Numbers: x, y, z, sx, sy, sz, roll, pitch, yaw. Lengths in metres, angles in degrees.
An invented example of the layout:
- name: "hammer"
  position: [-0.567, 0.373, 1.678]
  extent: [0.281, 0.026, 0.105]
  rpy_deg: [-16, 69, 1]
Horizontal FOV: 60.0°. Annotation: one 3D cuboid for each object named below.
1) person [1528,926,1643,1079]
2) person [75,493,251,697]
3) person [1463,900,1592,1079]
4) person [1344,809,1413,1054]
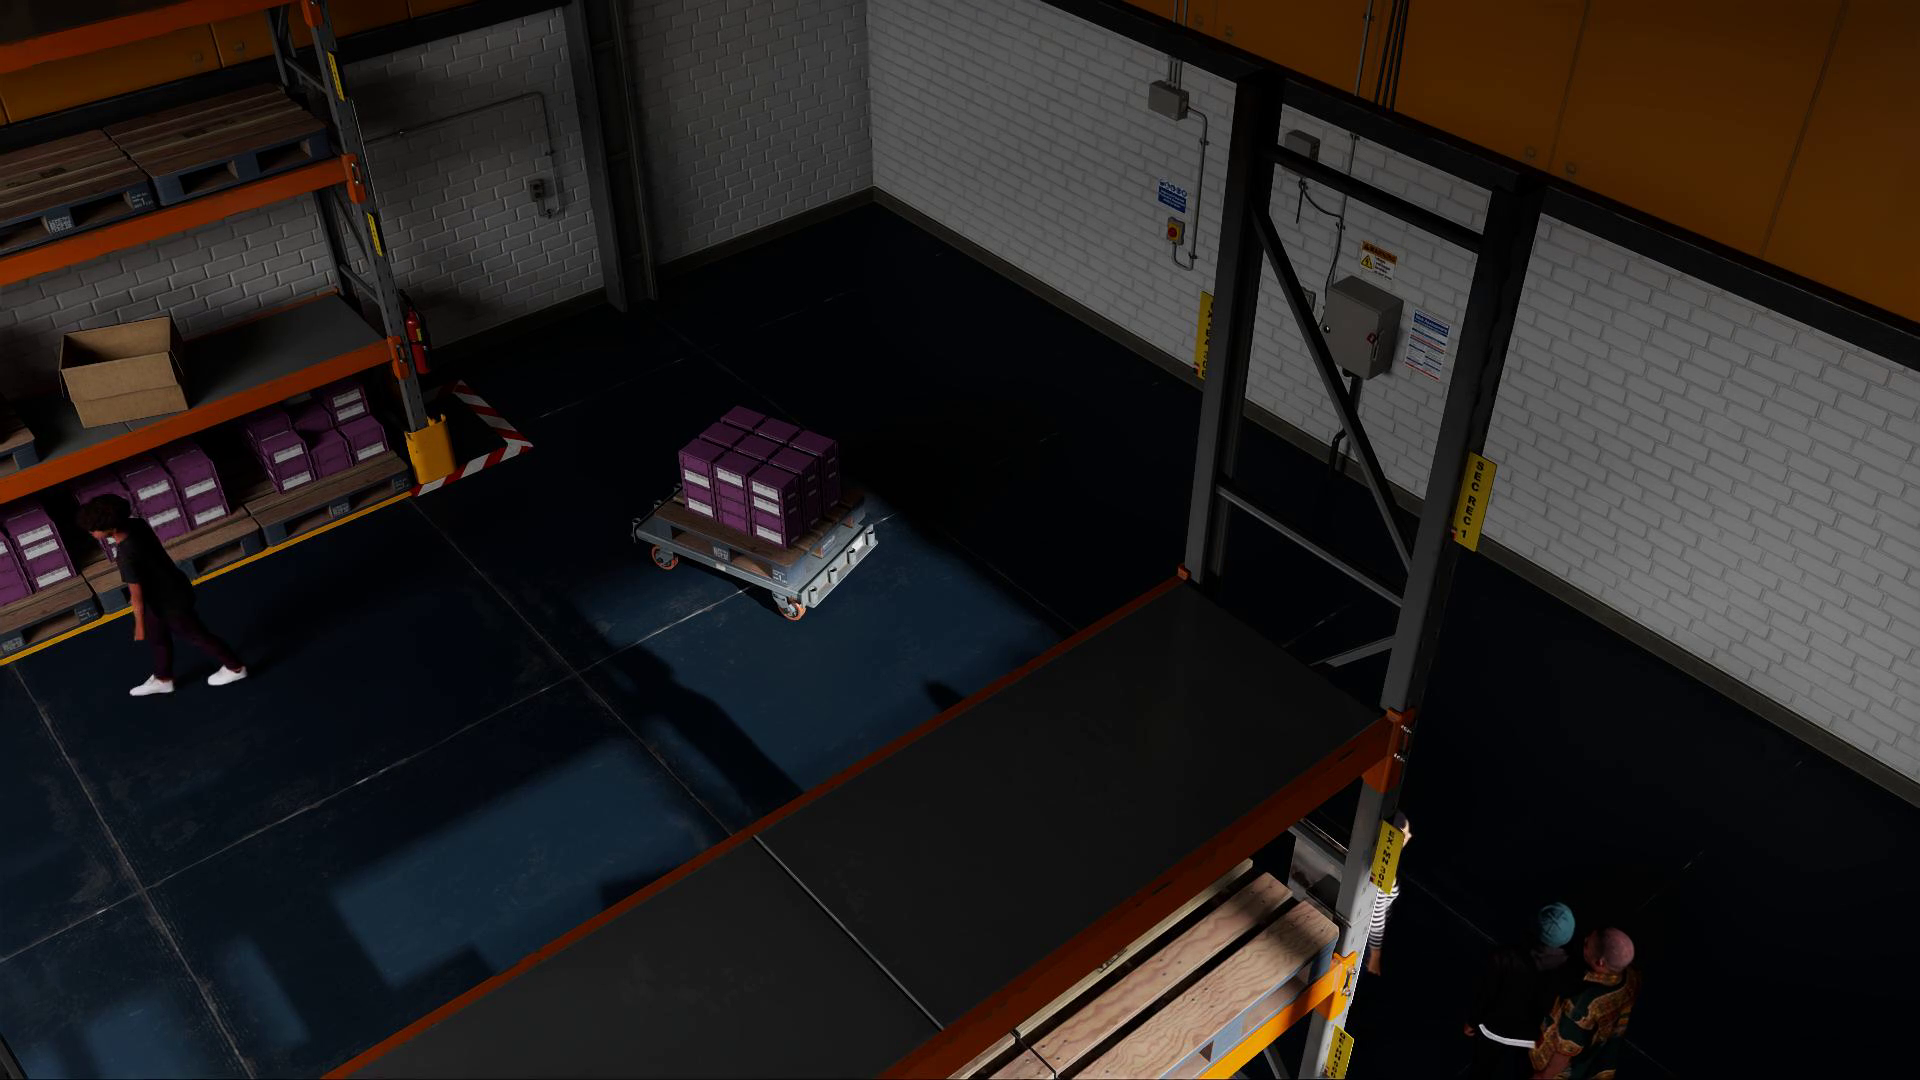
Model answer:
- name: "person"
  position: [3.027, 2.528, 8.214]
  extent: [0.598, 1.807, 0.755]
  rpy_deg: [-31, 48, -33]
- name: "person"
  position: [-5.183, 0.340, 11.017]
  extent: [1.062, 1.727, 0.799]
  rpy_deg: [-10, 40, -12]
- name: "person"
  position: [2.795, 2.429, 8.329]
  extent: [0.754, 1.817, 0.802]
  rpy_deg: [5, 39, 6]
- name: "person"
  position: [2.129, 2.056, 8.813]
  extent: [0.690, 1.796, 0.648]
  rpy_deg: [1, 39, 1]
